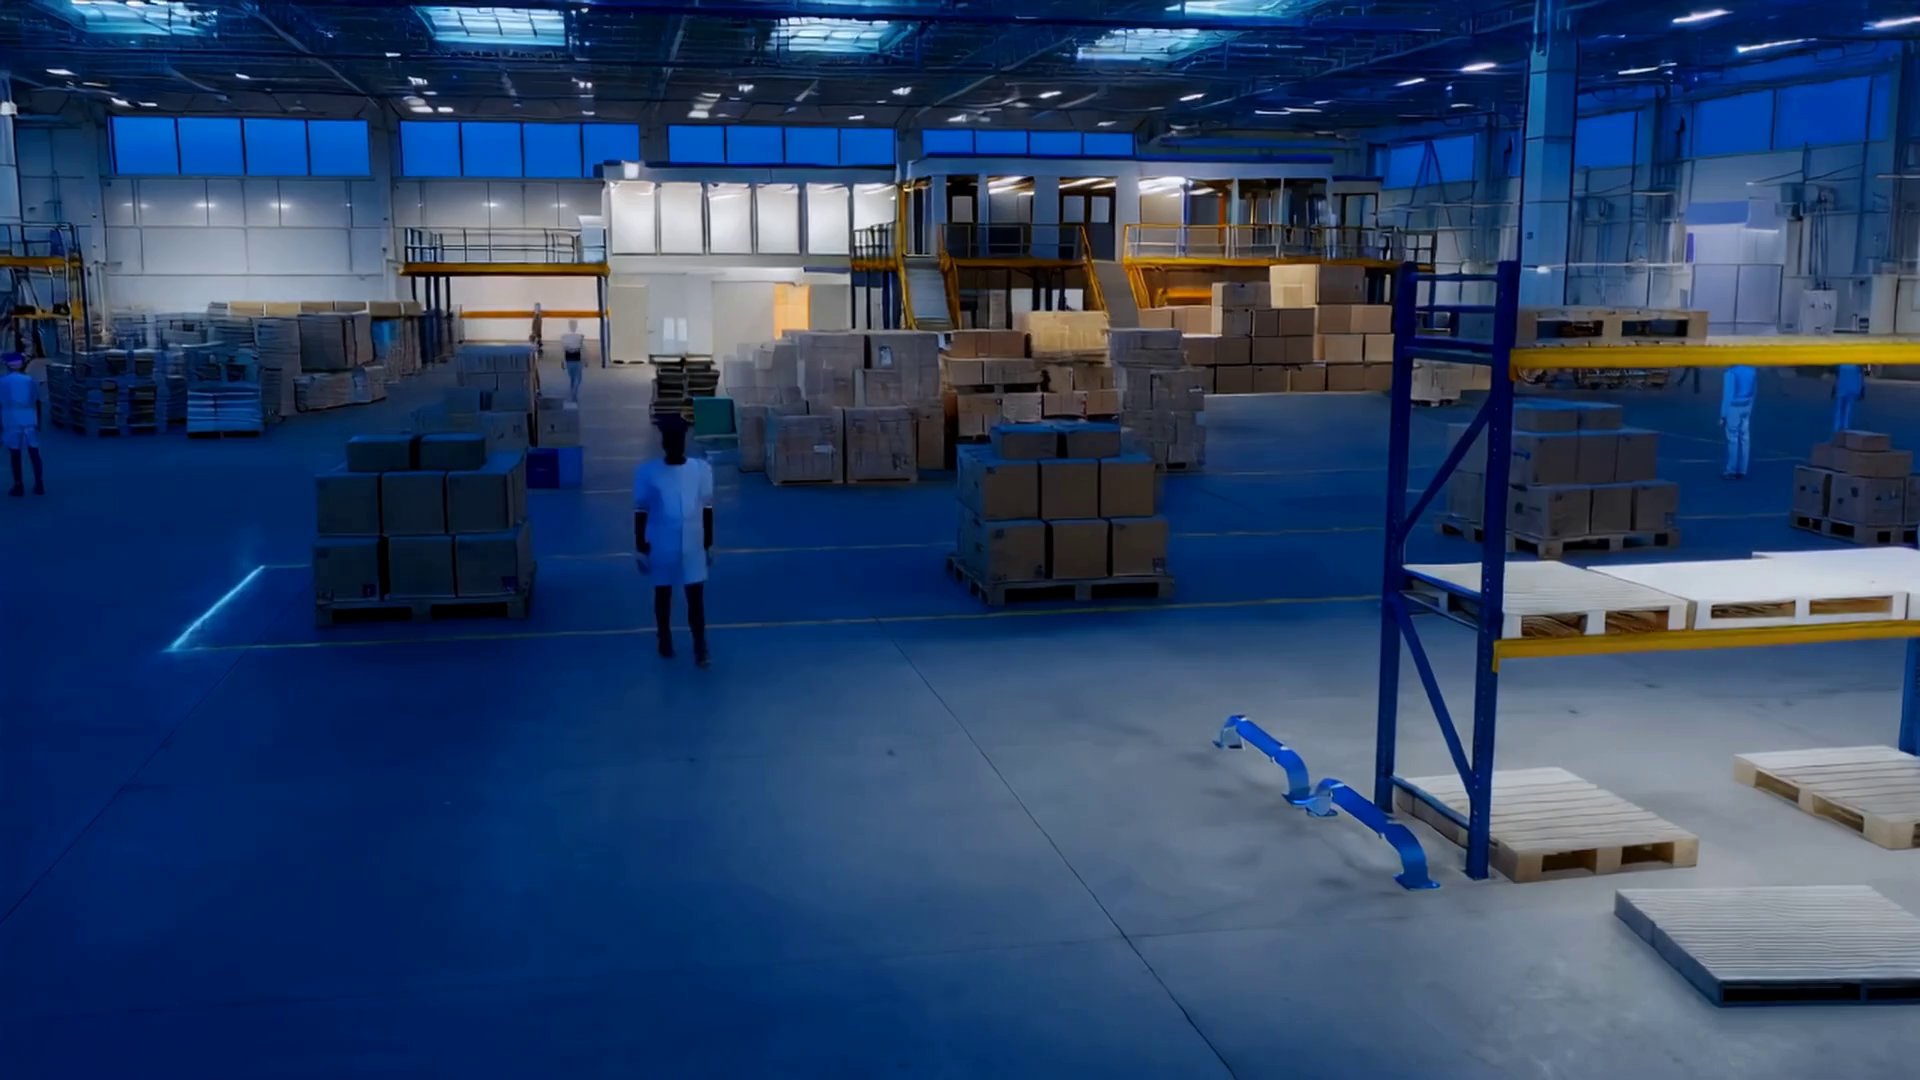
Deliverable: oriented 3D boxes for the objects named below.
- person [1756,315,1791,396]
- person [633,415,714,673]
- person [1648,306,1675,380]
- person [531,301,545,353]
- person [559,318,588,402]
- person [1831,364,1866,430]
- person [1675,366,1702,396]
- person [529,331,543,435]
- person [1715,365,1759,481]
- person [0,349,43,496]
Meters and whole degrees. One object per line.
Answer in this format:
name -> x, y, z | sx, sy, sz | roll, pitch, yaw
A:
person -> 19.024, -4.323, 38.997 | 0.607, 1.896, 1.042 | -3, 10, -17
person -> -2.123, 0.024, 12.430 | 0.620, 1.905, 1.012 | -3, 10, -19
person -> 18.676, -5.248, 44.387 | 0.781, 1.969, 0.625 | -2, 9, -11
person -> -14.842, -7.463, 58.273 | 0.349, 1.842, 0.505 | -8, 12, -41
person -> -8.569, -3.970, 36.799 | 0.594, 1.896, 0.730 | 1, 9, 9
person -> 15.215, -2.563, 28.470 | 0.506, 1.825, 0.932 | 7, 11, 35
person -> 16.981, -4.228, 38.614 | 0.756, 1.824, 0.624 | -8, 12, -40
person -> -7.639, -2.818, 29.925 | 0.328, 1.861, 0.500 | -5, 11, -30
person -> 10.971, -1.778, 23.489 | 0.572, 1.886, 0.355 | -3, 10, -20
person -> -12.397, -1.541, 21.898 | 0.376, 1.933, 0.545 | 9, 13, 43
